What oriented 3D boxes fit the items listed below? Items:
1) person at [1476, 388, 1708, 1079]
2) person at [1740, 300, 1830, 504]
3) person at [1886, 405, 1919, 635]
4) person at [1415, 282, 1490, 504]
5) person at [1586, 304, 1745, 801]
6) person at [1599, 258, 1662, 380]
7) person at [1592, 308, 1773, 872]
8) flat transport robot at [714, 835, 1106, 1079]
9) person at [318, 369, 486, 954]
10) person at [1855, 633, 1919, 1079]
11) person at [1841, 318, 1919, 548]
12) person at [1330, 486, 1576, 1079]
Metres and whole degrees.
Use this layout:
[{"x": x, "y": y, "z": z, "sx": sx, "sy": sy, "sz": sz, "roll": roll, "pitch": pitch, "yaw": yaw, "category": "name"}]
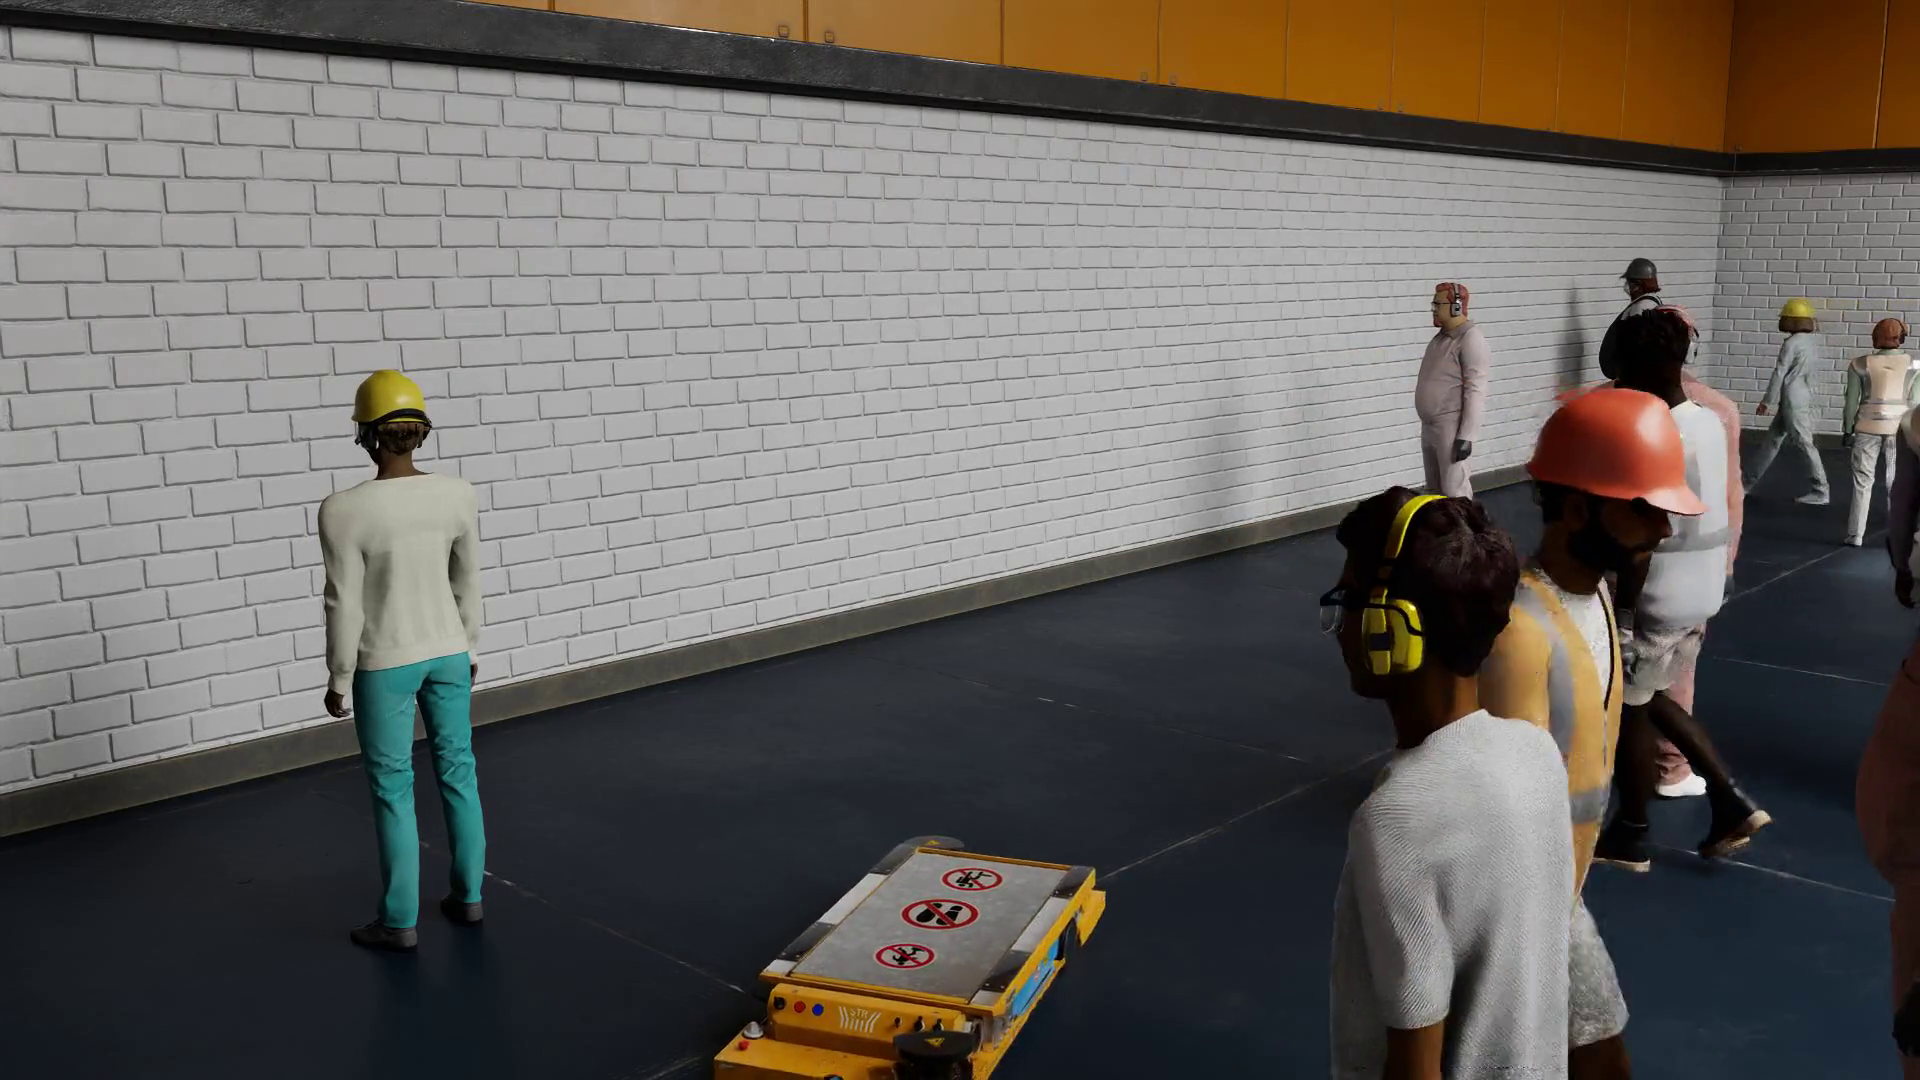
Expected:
[{"x": 1.078, "y": 0.657, "z": 3.097, "sx": 1.010, "sy": 1.875, "sz": 0.583, "roll": 8, "pitch": 13, "yaw": 38, "category": "person"}, {"x": 6.945, "y": -1.167, "z": 14.012, "sx": 0.914, "sy": 1.694, "sz": 0.494, "roll": 8, "pitch": 13, "yaw": 40, "category": "person"}, {"x": 3.788, "y": 0.102, "z": 6.173, "sx": 0.622, "sy": 1.904, "sz": 0.861, "roll": 7, "pitch": 12, "yaw": 35, "category": "person"}, {"x": 3.157, "y": -0.715, "z": 10.835, "sx": 0.408, "sy": 1.906, "sz": 0.654, "roll": -1, "pitch": 10, "yaw": -8, "category": "person"}, {"x": 2.697, "y": 0.050, "z": 6.466, "sx": 0.651, "sy": 1.911, "sz": 0.409, "roll": 9, "pitch": 13, "yaw": 42, "category": "person"}, {"x": 6.132, "y": -1.555, "z": 15.232, "sx": 0.538, "sy": 2.000, "sz": 0.684, "roll": 5, "pitch": 11, "yaw": 26, "category": "person"}, {"x": 2.359, "y": 0.198, "z": 5.544, "sx": 0.581, "sy": 1.936, "sz": 0.644, "roll": 9, "pitch": 13, "yaw": 42, "category": "person"}, {"x": -0.076, "y": 1.179, "z": 4.704, "sx": 0.652, "sy": 0.197, "sz": 1.431, "roll": 3, "pitch": 11, "yaw": 19, "category": "flat transport robot"}, {"x": -1.692, "y": 0.368, "z": 5.067, "sx": 0.315, "sy": 1.768, "sz": 0.526, "roll": 8, "pitch": 13, "yaw": 39, "category": "person"}, {"x": 1.795, "y": 0.670, "z": 2.950, "sx": 0.402, "sy": 1.906, "sz": 0.652, "roll": 9, "pitch": 14, "yaw": 42, "category": "person"}, {"x": 6.529, "y": -0.746, "z": 11.777, "sx": 0.513, "sy": 1.638, "sz": 0.313, "roll": 5, "pitch": 11, "yaw": 24, "category": "person"}, {"x": 0.571, "y": 0.834, "z": 2.257, "sx": 0.537, "sy": 1.817, "sz": 0.979, "roll": -9, "pitch": 14, "yaw": -43, "category": "person"}]
